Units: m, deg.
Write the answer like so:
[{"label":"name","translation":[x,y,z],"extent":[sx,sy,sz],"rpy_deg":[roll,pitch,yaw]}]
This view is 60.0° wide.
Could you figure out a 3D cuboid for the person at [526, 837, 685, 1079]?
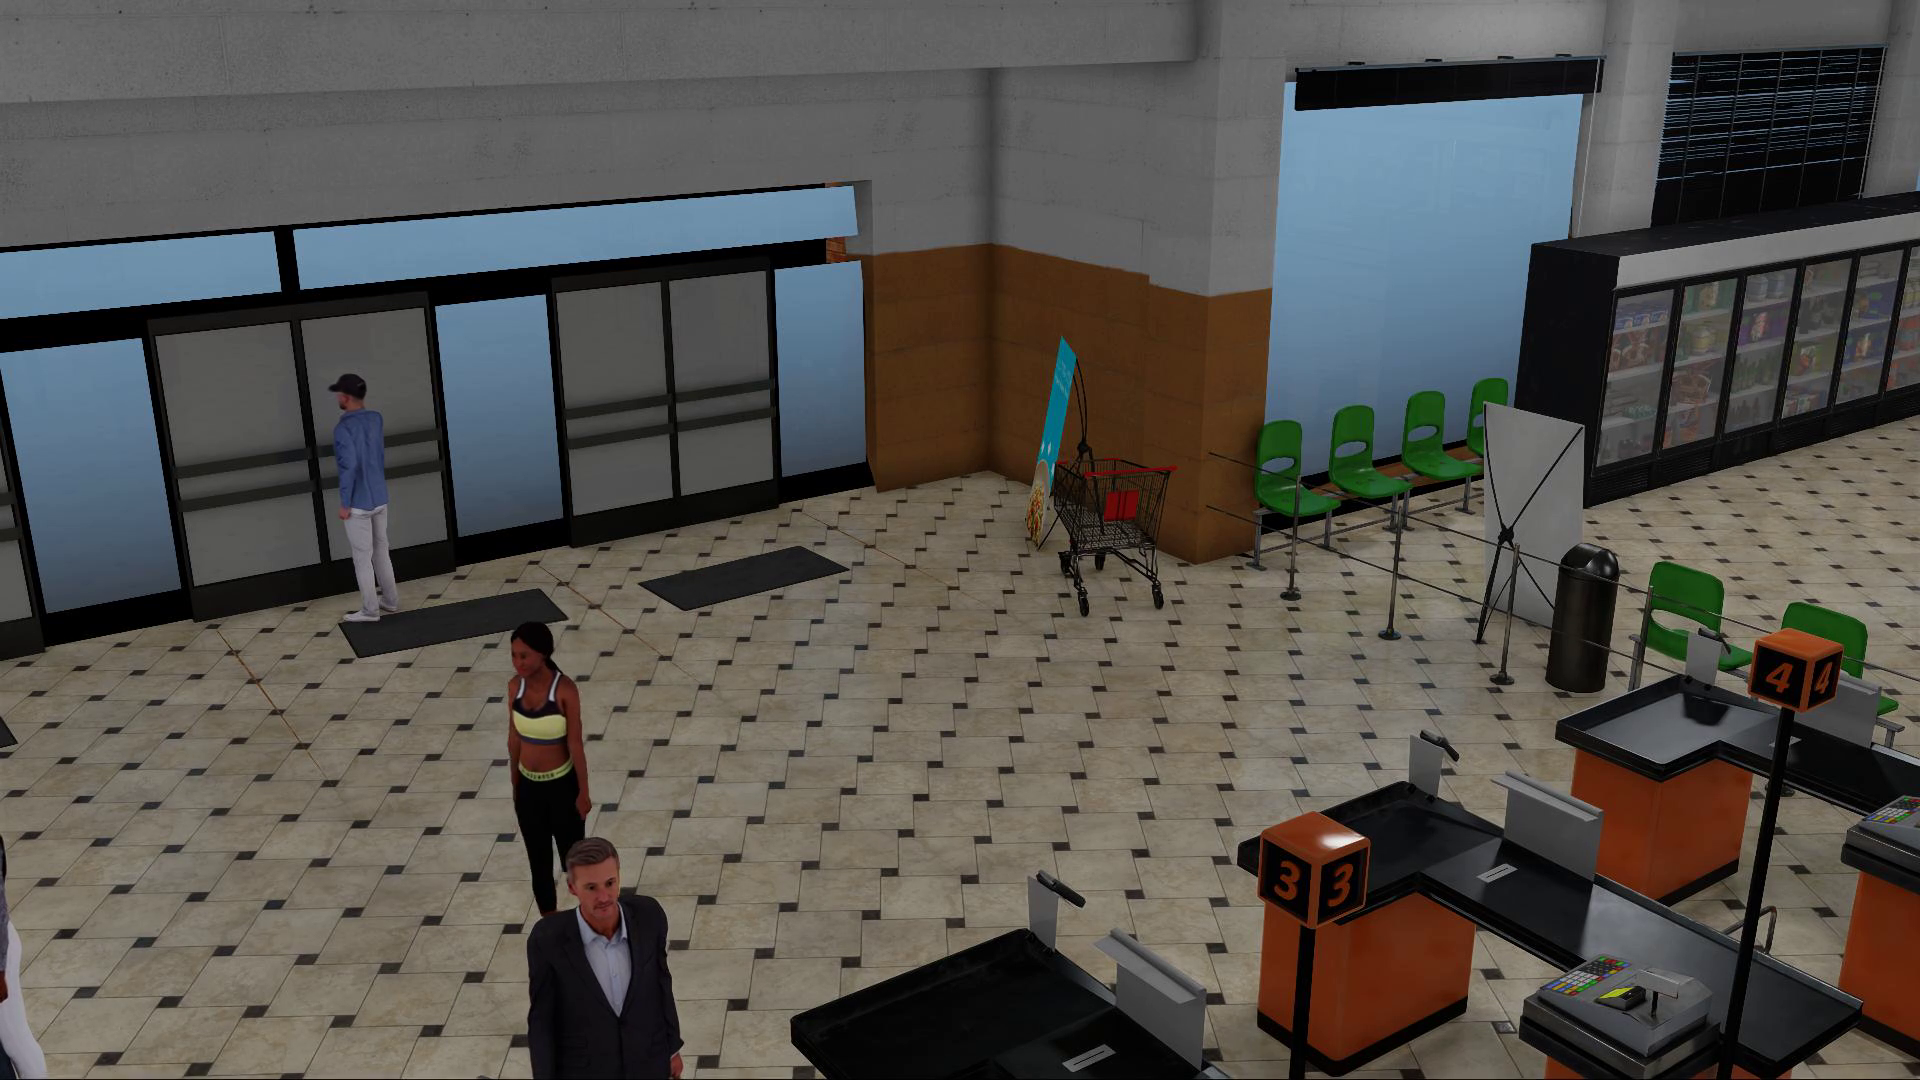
[{"label":"person","translation":[-1.238,1.874,5.902],"extent":[0.720,1.841,0.574],"rpy_deg":[-12,22,-31]}]

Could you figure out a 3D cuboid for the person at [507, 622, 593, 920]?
[{"label":"person","translation":[-1.939,1.194,8.081],"extent":[0.931,1.737,0.951],"rpy_deg":[5,19,16]}]

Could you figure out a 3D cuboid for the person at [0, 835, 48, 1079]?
[{"label":"person","translation":[-3.935,1.676,6.670],"extent":[0.605,1.725,0.728],"rpy_deg":[10,21,27]}]

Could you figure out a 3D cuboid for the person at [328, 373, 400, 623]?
[{"label":"person","translation":[-4.420,-0.316,12.324],"extent":[0.776,1.887,0.741],"rpy_deg":[6,19,16]}]
